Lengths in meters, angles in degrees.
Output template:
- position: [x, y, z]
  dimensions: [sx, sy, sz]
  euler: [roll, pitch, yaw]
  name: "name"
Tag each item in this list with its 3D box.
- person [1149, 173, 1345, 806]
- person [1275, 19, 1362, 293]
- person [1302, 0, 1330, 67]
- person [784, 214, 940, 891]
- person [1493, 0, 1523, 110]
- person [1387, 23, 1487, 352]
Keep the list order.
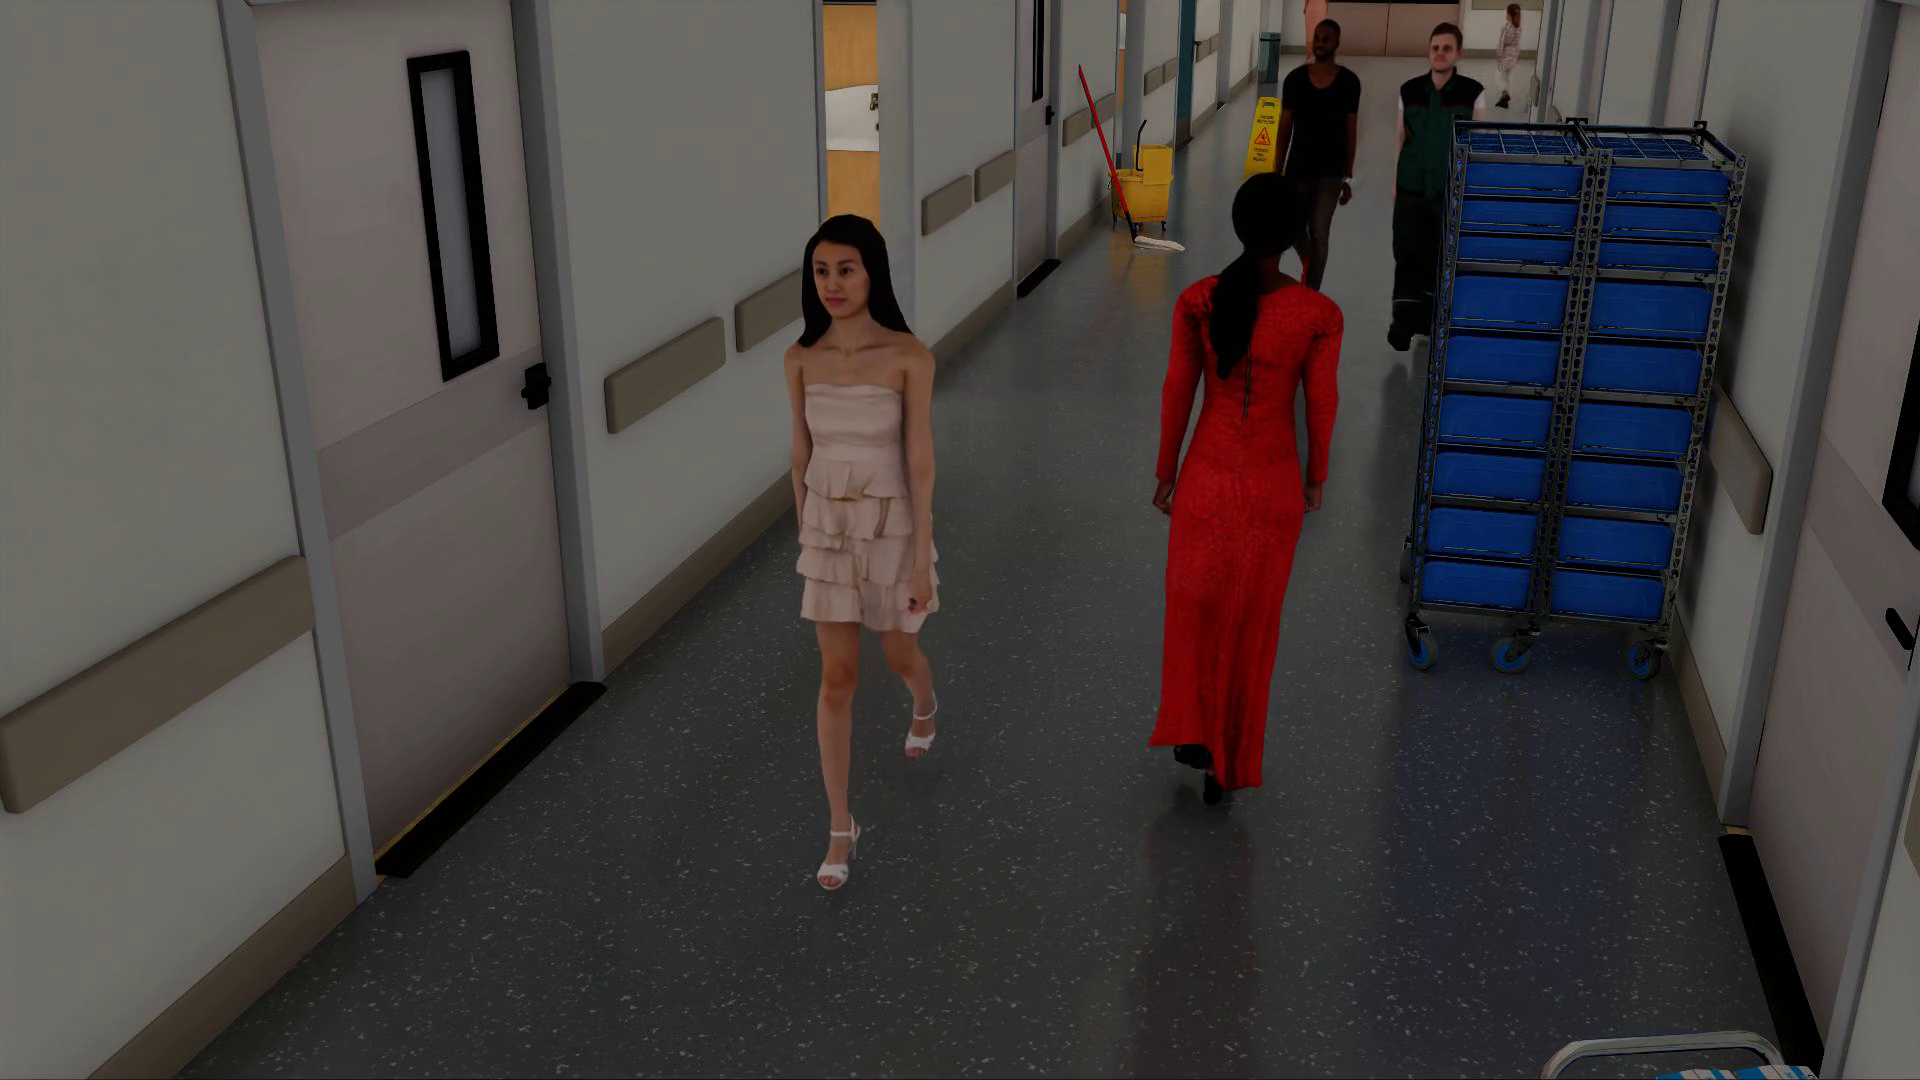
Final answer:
- position: [0.742, -0.074, 4.506]
  dimensions: [0.631, 1.774, 0.662]
  euler: [4, 21, 11]
  name: "person"
- position: [2.230, -2.301, 10.369]
  dimensions: [0.723, 1.786, 1.084]
  euler: [8, 22, 20]
  name: "person"
- position: [5.819, -8.679, 27.144]
  dimensions: [0.665, 1.832, 0.676]
  euler: [-6, 22, -16]
  name: "person"
- position: [-0.198, 0.019, 4.365]
  dimensions: [0.564, 1.699, 1.023]
  euler: [5, 21, 14]
  name: "person"
- position: [7.106, -6.229, 21.421]
  dimensions: [0.648, 1.303, 0.702]
  euler: [-8, 22, -19]
  name: "person"
- position: [2.739, -2.007, 9.579]
  dimensions: [0.762, 1.797, 1.118]
  euler: [8, 22, 21]
  name: "person"
